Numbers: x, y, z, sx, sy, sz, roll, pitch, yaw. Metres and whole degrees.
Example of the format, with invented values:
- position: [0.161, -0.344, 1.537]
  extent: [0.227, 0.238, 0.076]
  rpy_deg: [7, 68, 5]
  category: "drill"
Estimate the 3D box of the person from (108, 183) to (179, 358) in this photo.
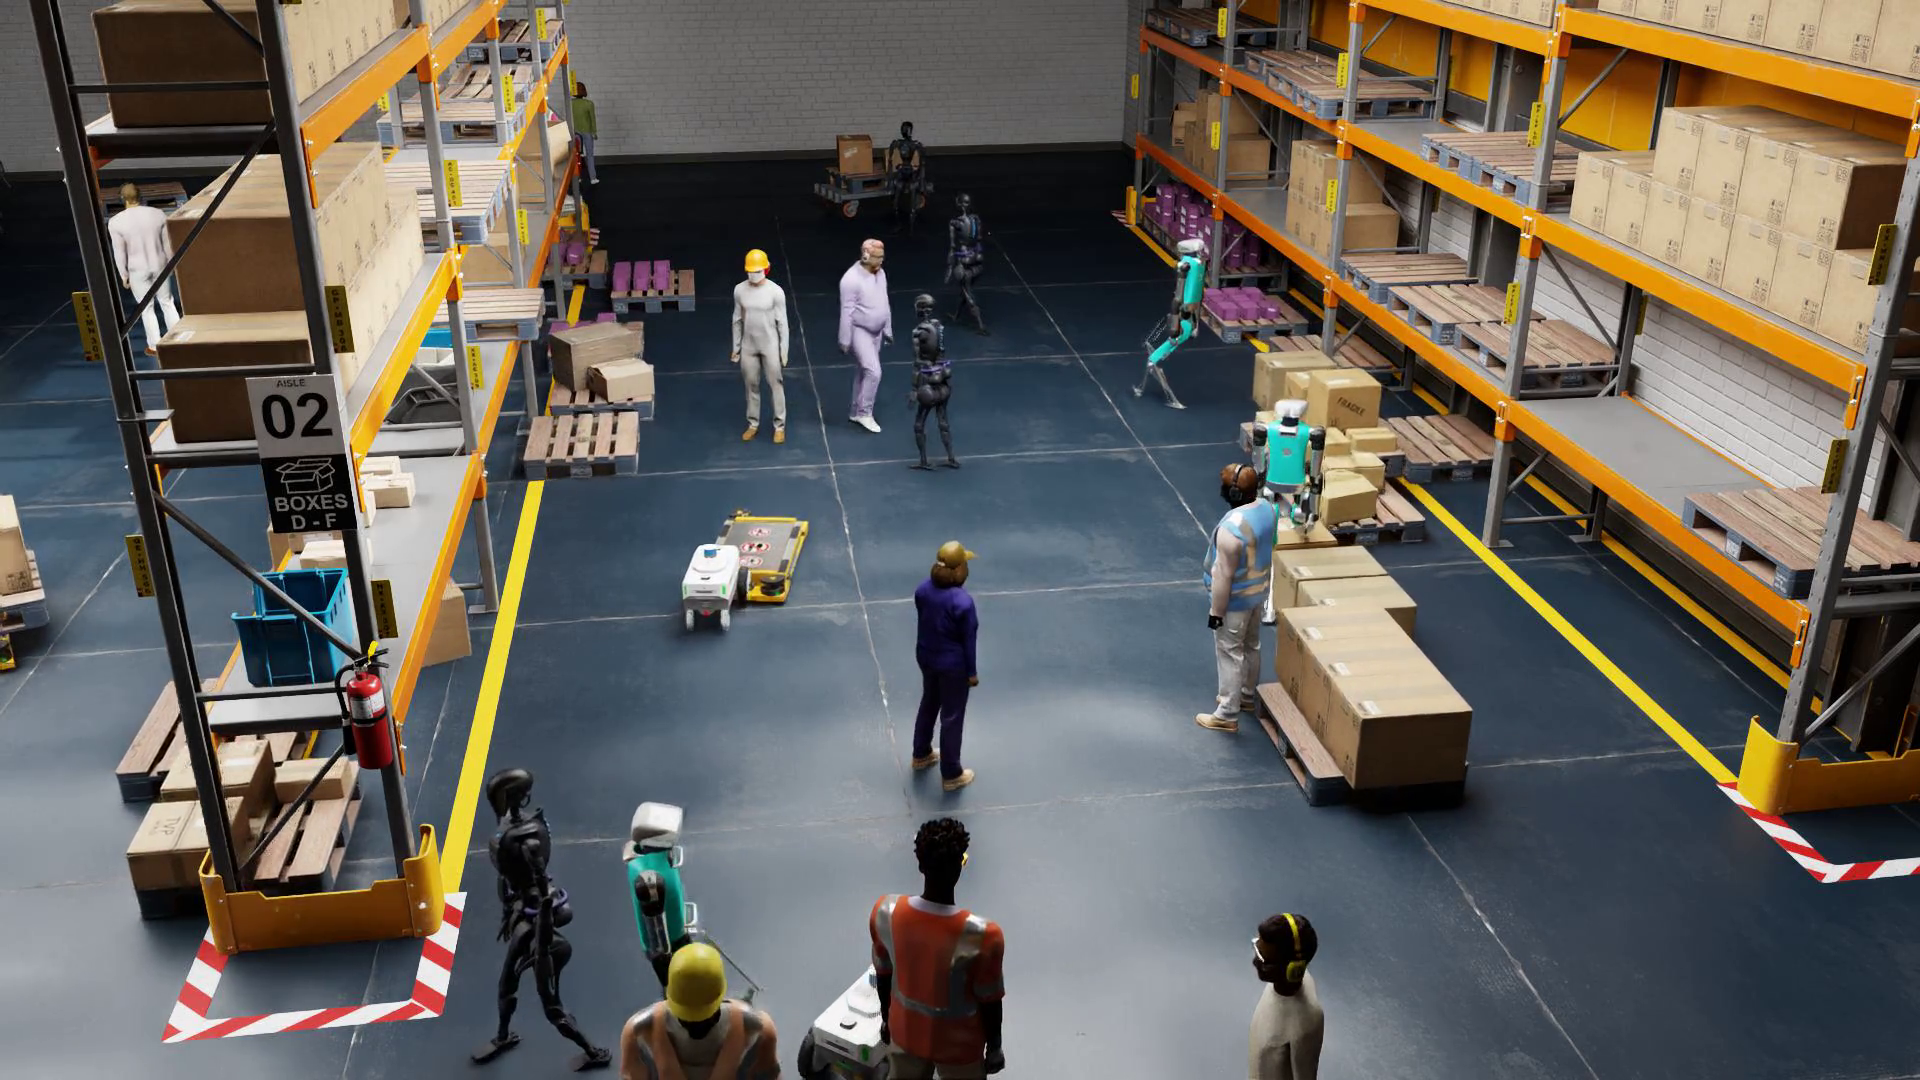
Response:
- position: [-9.011, -2.985, 18.431]
  extent: [0.621, 1.925, 0.386]
  rpy_deg: [-20, 30, -38]
  category: "person"

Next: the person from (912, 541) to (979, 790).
- position: [-0.068, 0.754, 10.290]
  extent: [0.370, 1.618, 0.485]
  rpy_deg: [-20, 31, -38]
  category: "person"

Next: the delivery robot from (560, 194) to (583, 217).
- position: [-5.903, -4.846, 24.374]
  extent: [0.806, 0.604, 0.499]
  rpy_deg: [-6, 24, -14]
  category: "delivery robot"

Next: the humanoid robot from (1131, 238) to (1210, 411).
- position: [2.065, -2.175, 16.902]
  extent: [0.814, 1.864, 0.550]
  rpy_deg: [17, 29, 33]
  category: "humanoid robot"

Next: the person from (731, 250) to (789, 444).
- position: [-1.904, -1.848, 15.880]
  extent: [0.569, 1.888, 0.375]
  rpy_deg: [5, 24, 12]
  category: "person"

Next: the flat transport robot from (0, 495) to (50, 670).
- position: [-7.342, 0.663, 12.169]
  extent: [0.659, 0.231, 1.431]
  rpy_deg: [-14, 27, -28]
  category: "flat transport robot"

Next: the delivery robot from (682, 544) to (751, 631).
- position: [-1.875, 0.317, 12.602]
  extent: [0.499, 0.596, 0.795]
  rpy_deg: [0, 24, 1]
  category: "delivery robot"

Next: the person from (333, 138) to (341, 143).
- position: [-8.479, -4.701, 22.481]
  extent: [0.597, 1.798, 0.892]
  rpy_deg: [4, 24, 9]
  category: "person"

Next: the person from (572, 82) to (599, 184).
- position: [-6.149, -6.622, 27.079]
  extent: [0.496, 1.626, 0.287]
  rpy_deg: [3, 24, 7]
  category: "person"

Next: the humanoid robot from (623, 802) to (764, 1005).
- position: [-1.111, 1.972, 7.417]
  extent: [0.649, 1.848, 0.538]
  rpy_deg: [-4, 24, -9]
  category: "humanoid robot"

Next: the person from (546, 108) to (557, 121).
- position: [-6.336, -5.813, 24.966]
  extent: [0.626, 1.844, 0.429]
  rpy_deg: [-4, 24, -8]
  category: "person"

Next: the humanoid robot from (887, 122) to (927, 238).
- position: [-0.753, -5.122, 23.606]
  extent: [0.613, 1.642, 0.443]
  rpy_deg: [6, 25, 14]
  category: "humanoid robot"

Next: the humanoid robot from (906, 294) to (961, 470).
- position: [-0.230, -1.426, 15.196]
  extent: [0.459, 1.638, 0.593]
  rpy_deg: [11, 26, 24]
  category: "humanoid robot"

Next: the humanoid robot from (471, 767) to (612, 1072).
- position: [-2.041, 1.827, 7.817]
  extent: [0.571, 1.635, 0.605]
  rpy_deg: [-16, 29, -33]
  category: "humanoid robot"

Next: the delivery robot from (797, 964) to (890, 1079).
- position: [-0.395, 2.328, 8.030]
  extent: [0.499, 0.603, 0.802]
  rpy_deg: [14, 27, 29]
  category: "delivery robot"

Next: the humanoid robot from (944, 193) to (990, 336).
- position: [0.045, -3.212, 19.299]
  extent: [0.788, 1.626, 0.608]
  rpy_deg: [19, 30, 36]
  category: "humanoid robot"

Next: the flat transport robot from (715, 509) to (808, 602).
- position: [-1.640, 0.122, 13.401]
  extent: [0.659, 0.231, 1.431]
  rpy_deg: [1, 24, 2]
  category: "flat transport robot"

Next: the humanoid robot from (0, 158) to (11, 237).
- position: [-13.863, -5.142, 23.641]
  extent: [0.612, 1.652, 0.351]
  rpy_deg: [-13, 27, -28]
  category: "humanoid robot"

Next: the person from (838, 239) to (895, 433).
- position: [-0.852, -1.989, 16.204]
  extent: [0.647, 1.877, 0.662]
  rpy_deg: [13, 27, 26]
  category: "person"

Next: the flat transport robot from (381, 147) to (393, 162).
- position: [-8.293, -5.012, 25.096]
  extent: [1.431, 0.231, 0.659]
  rpy_deg: [0, 24, 1]
  category: "flat transport robot"

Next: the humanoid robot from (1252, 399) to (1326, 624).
- position: [2.481, -0.298, 12.608]
  extent: [0.531, 1.783, 1.014]
  rpy_deg: [6, 25, 14]
  category: "humanoid robot"

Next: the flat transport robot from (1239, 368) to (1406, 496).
- position: [3.265, -0.580, 14.999]
  extent: [0.659, 0.231, 1.431]
  rpy_deg: [-3, 24, -8]
  category: "flat transport robot"

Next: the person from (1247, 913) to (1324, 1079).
- position: [1.222, 2.255, 6.553]
  extent: [0.320, 1.869, 0.527]
  rpy_deg: [-1, 24, -2]
  category: "person"

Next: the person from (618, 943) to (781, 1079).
- position: [-0.984, 2.360, 6.295]
  extent: [0.601, 1.882, 0.928]
  rpy_deg: [0, 24, 1]
  category: "person"

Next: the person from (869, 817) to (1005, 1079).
- position: [-0.087, 2.037, 6.948]
  extent: [0.598, 1.958, 0.379]
  rpy_deg: [13, 27, 27]
  category: "person"

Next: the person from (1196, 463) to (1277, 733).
- position: [1.803, 0.369, 10.901]
  extent: [0.431, 1.835, 0.621]
  rpy_deg: [15, 28, 30]
  category: "person"
